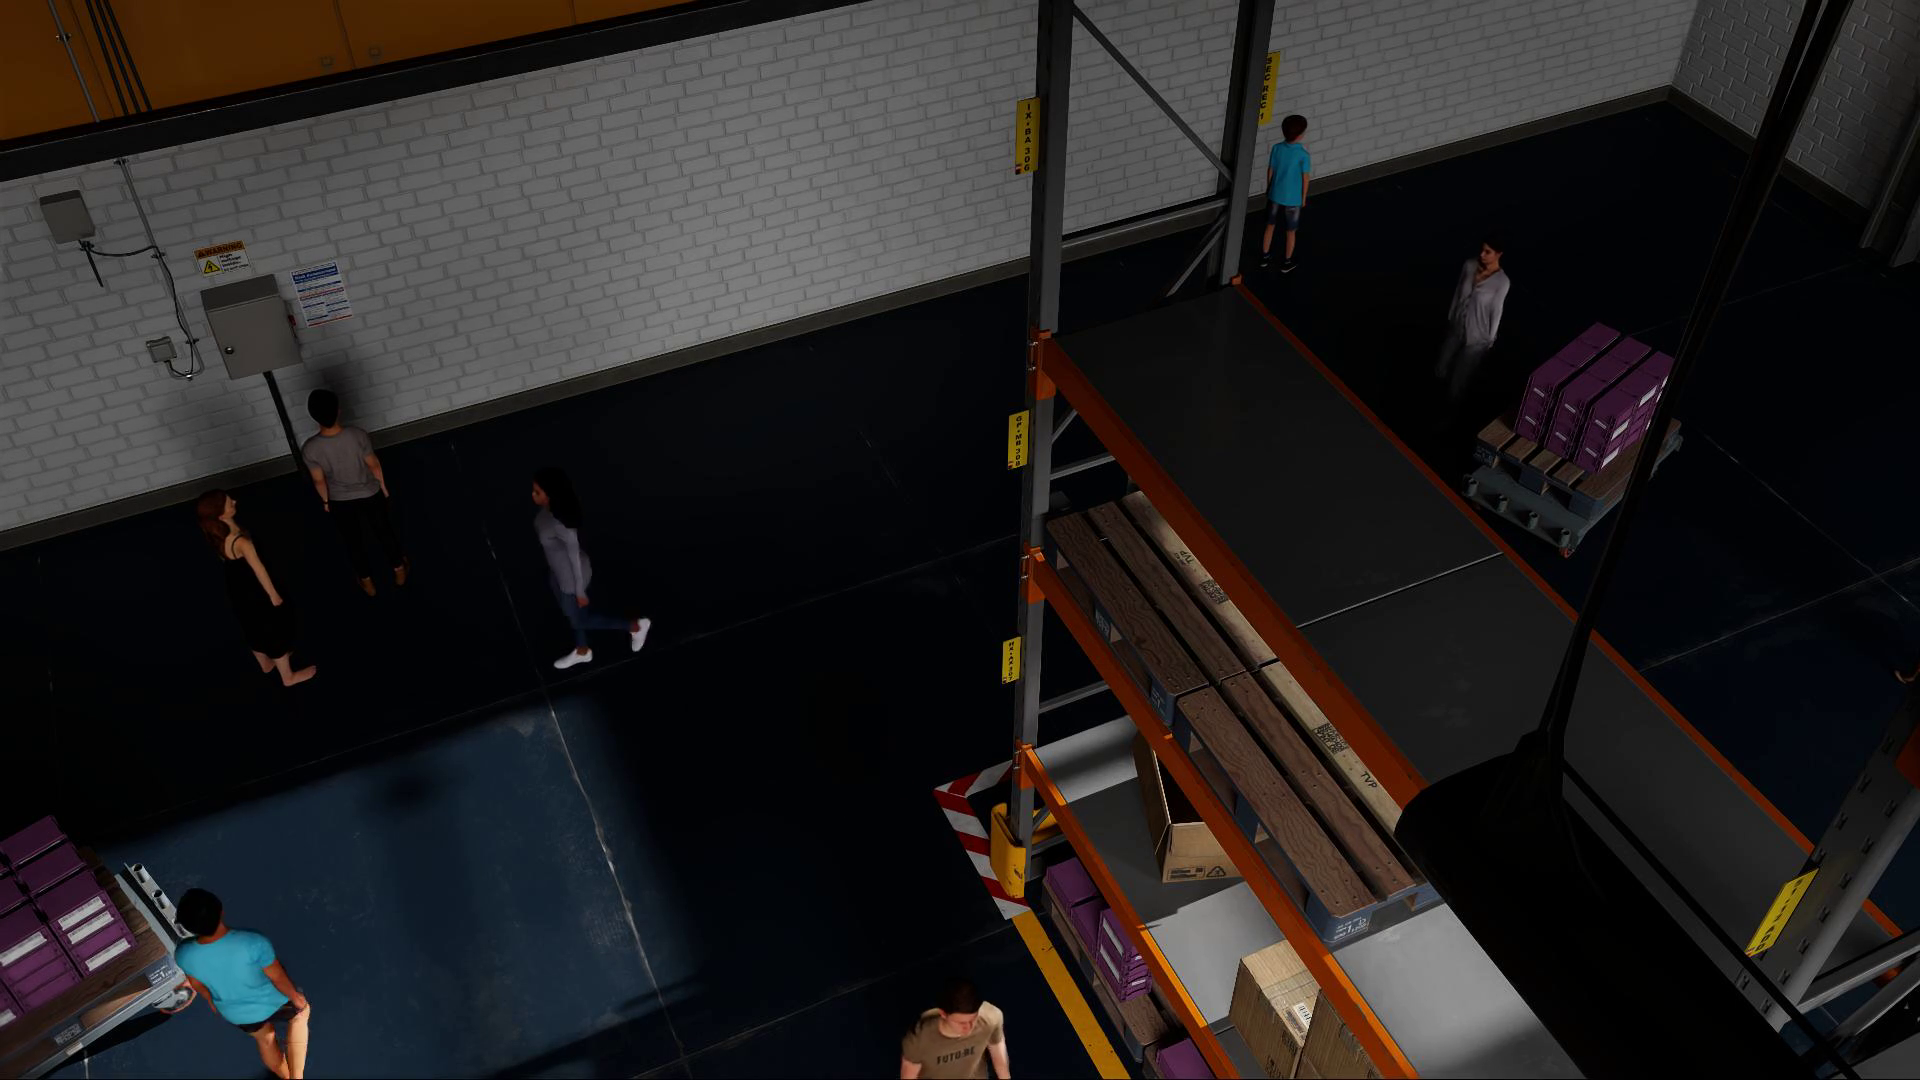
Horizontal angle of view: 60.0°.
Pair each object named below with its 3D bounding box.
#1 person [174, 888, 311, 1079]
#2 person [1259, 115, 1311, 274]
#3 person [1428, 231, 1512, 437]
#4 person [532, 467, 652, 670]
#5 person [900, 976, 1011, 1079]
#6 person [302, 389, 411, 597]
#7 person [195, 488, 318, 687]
[{"bbox_3d":[-3.576,2.406,8.400,0.732,1.763,0.785,-5,44,-5],"label":"person"},{"bbox_3d":[2.794,-2.977,14.279,0.572,1.448,0.662,24,49,23],"label":"person"},{"bbox_3d":[3.921,-1.595,12.602,0.763,1.761,0.832,-28,50,-27],"label":"person"},{"bbox_3d":[-2.420,0.187,10.760,0.667,1.721,0.828,-16,46,-16],"label":"person"},{"bbox_3d":[-0.070,2.590,8.156,0.726,1.834,0.703,-13,45,-13],"label":"person"},{"bbox_3d":[-4.124,-0.327,11.297,0.604,1.724,0.522,-16,46,-17],"label":"person"},{"bbox_3d":[-4.579,0.296,10.715,0.635,1.624,0.726,27,50,26],"label":"person"}]
